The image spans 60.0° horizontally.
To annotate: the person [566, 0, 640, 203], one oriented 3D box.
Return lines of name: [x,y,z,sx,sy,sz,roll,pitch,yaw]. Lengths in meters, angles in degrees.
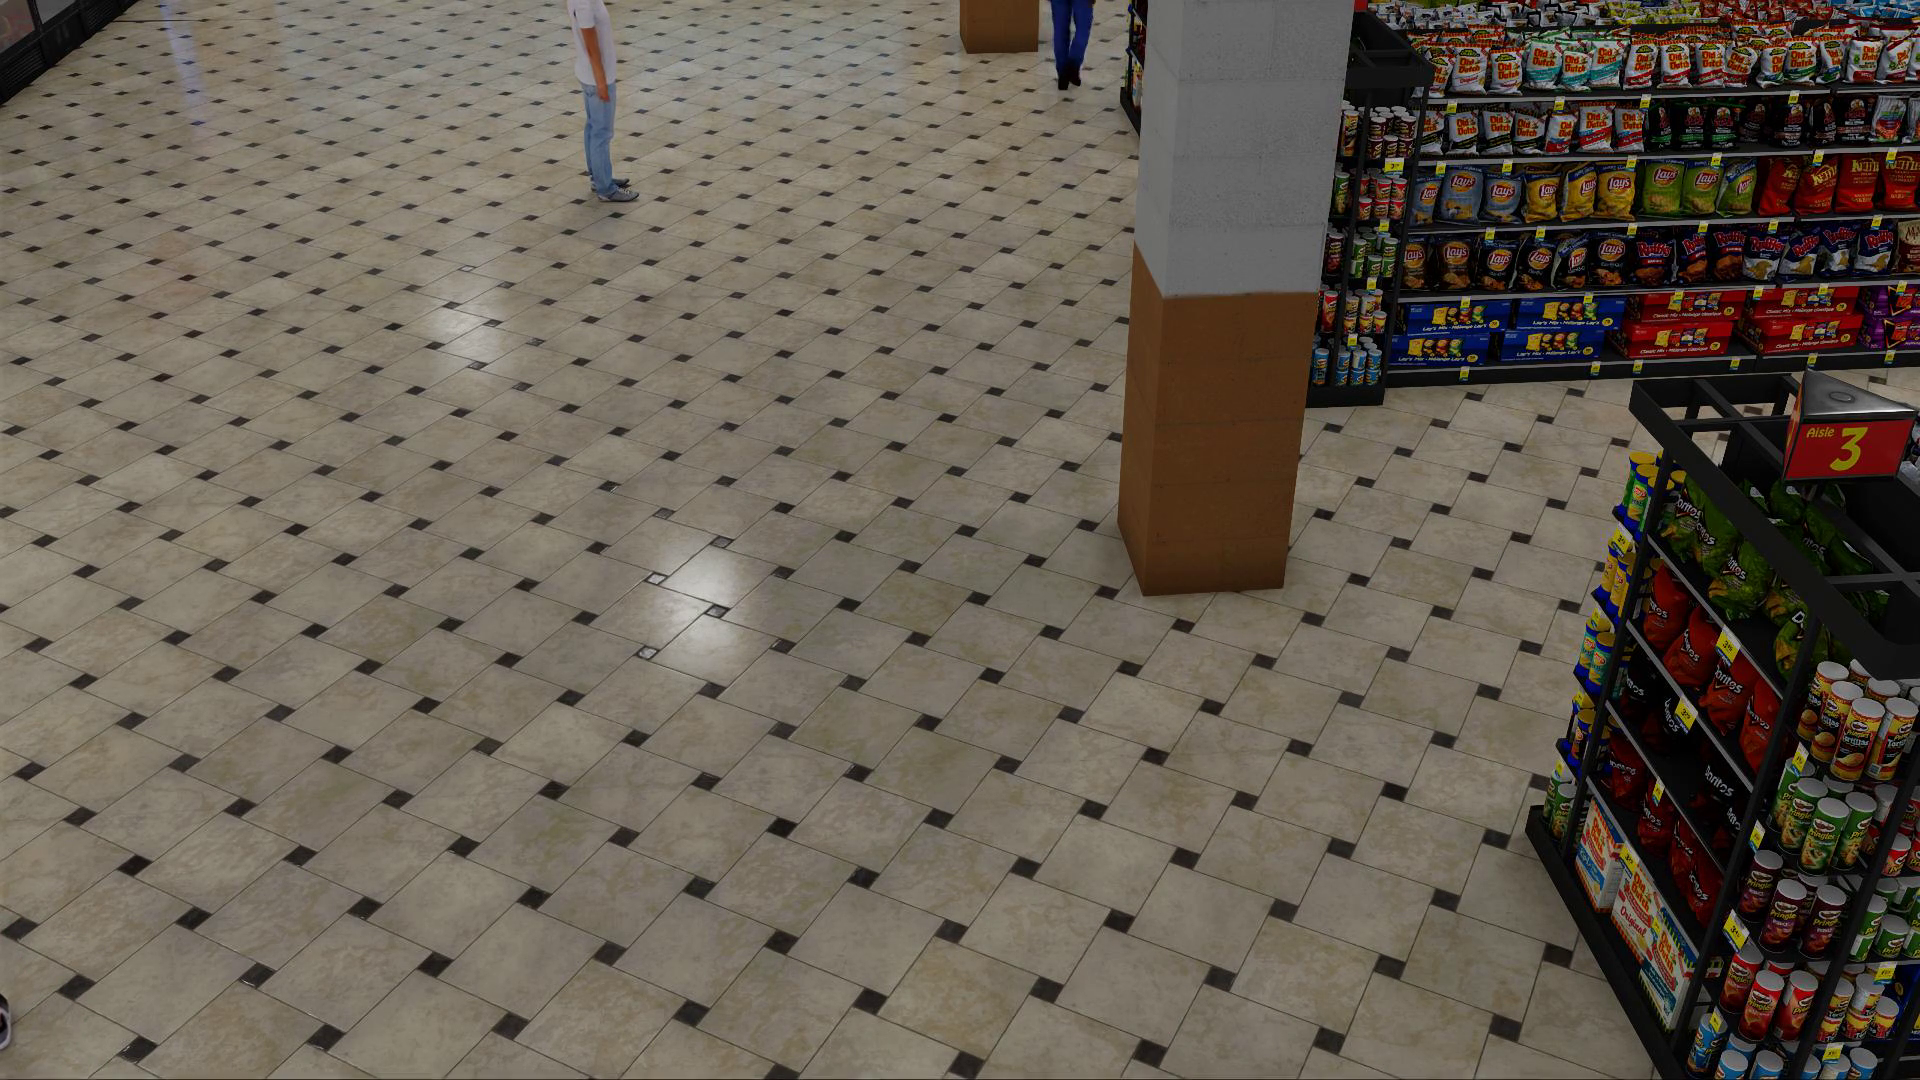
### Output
person: [-2.688,-3.435,12.234,0.663,1.863,0.731,-11,34,-17]

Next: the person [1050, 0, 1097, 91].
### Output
person: [0.954,-4.816,14.514,0.785,1.798,0.851,7,32,10]
